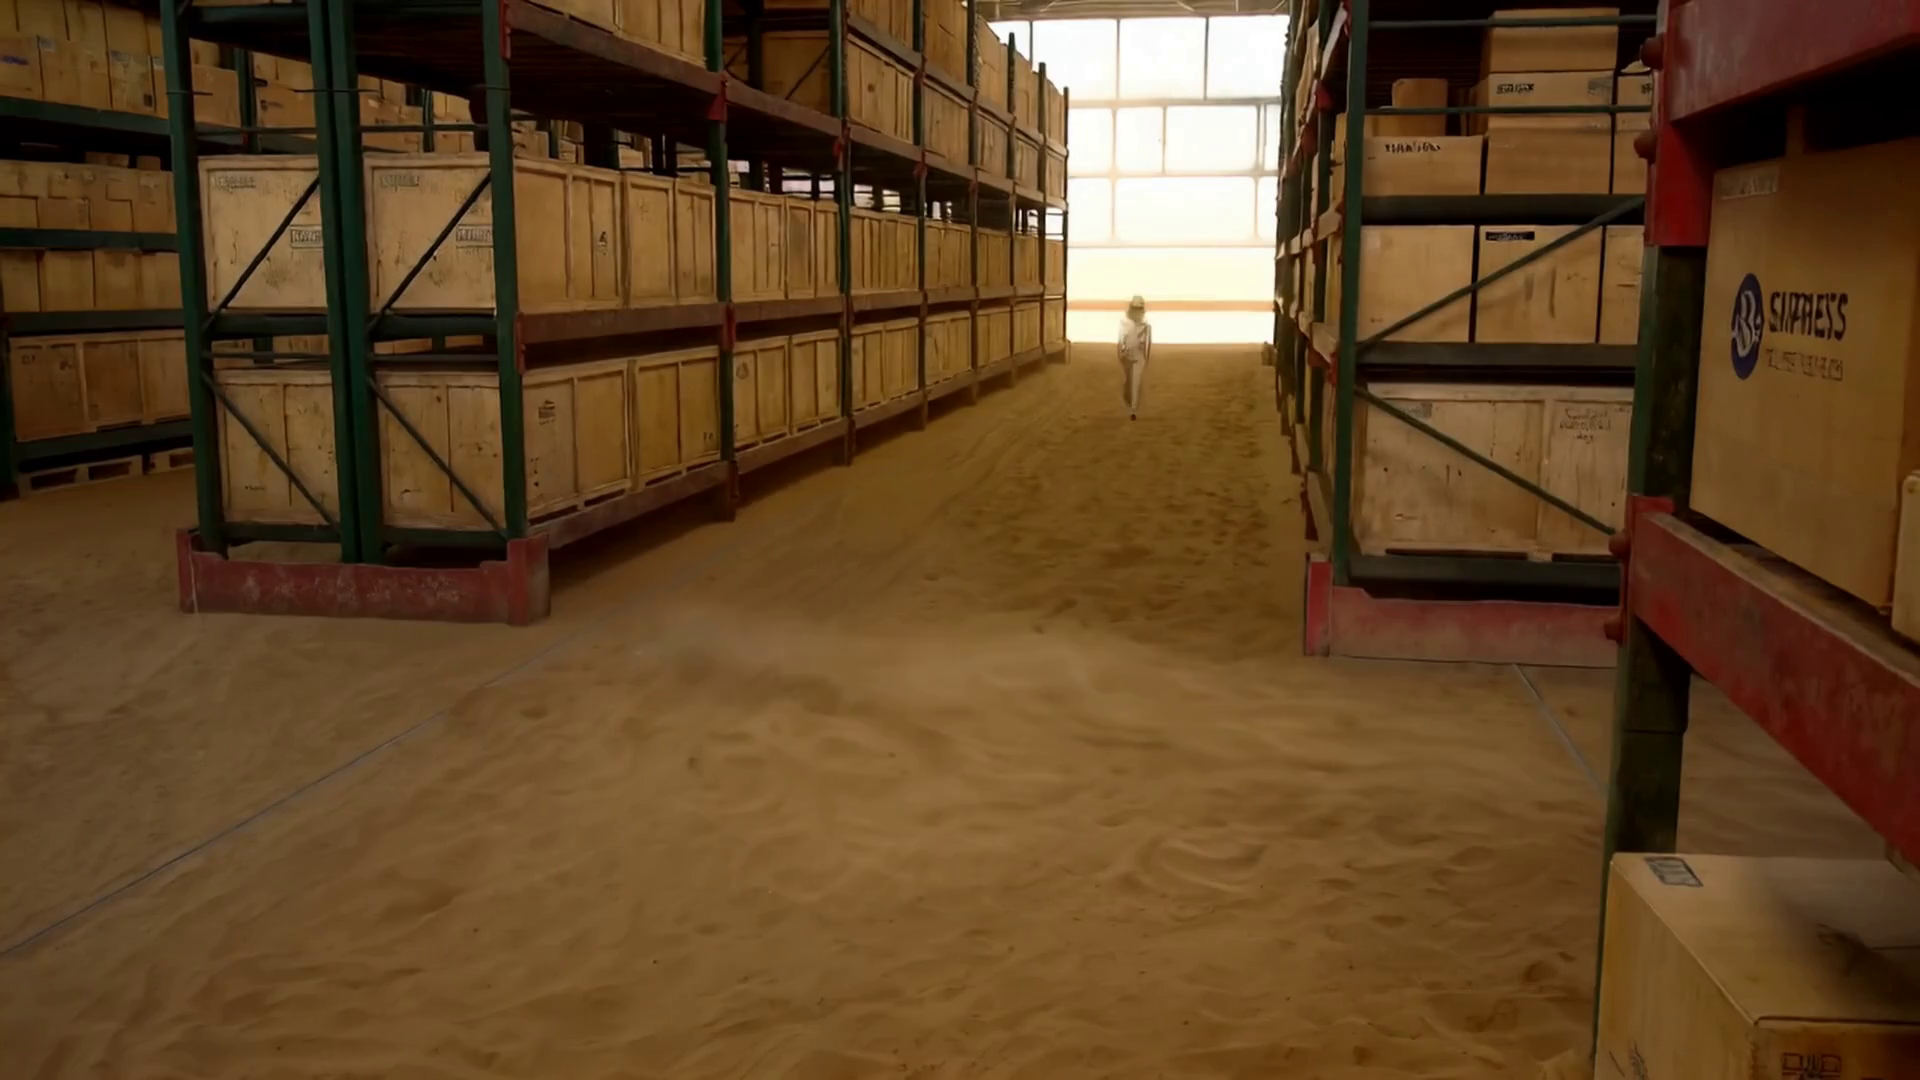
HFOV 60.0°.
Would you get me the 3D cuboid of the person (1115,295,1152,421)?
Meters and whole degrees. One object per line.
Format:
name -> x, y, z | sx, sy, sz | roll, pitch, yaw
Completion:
person -> 2.382, -2.500, 22.797 | 0.492, 1.711, 0.737 | 1, 9, 9
